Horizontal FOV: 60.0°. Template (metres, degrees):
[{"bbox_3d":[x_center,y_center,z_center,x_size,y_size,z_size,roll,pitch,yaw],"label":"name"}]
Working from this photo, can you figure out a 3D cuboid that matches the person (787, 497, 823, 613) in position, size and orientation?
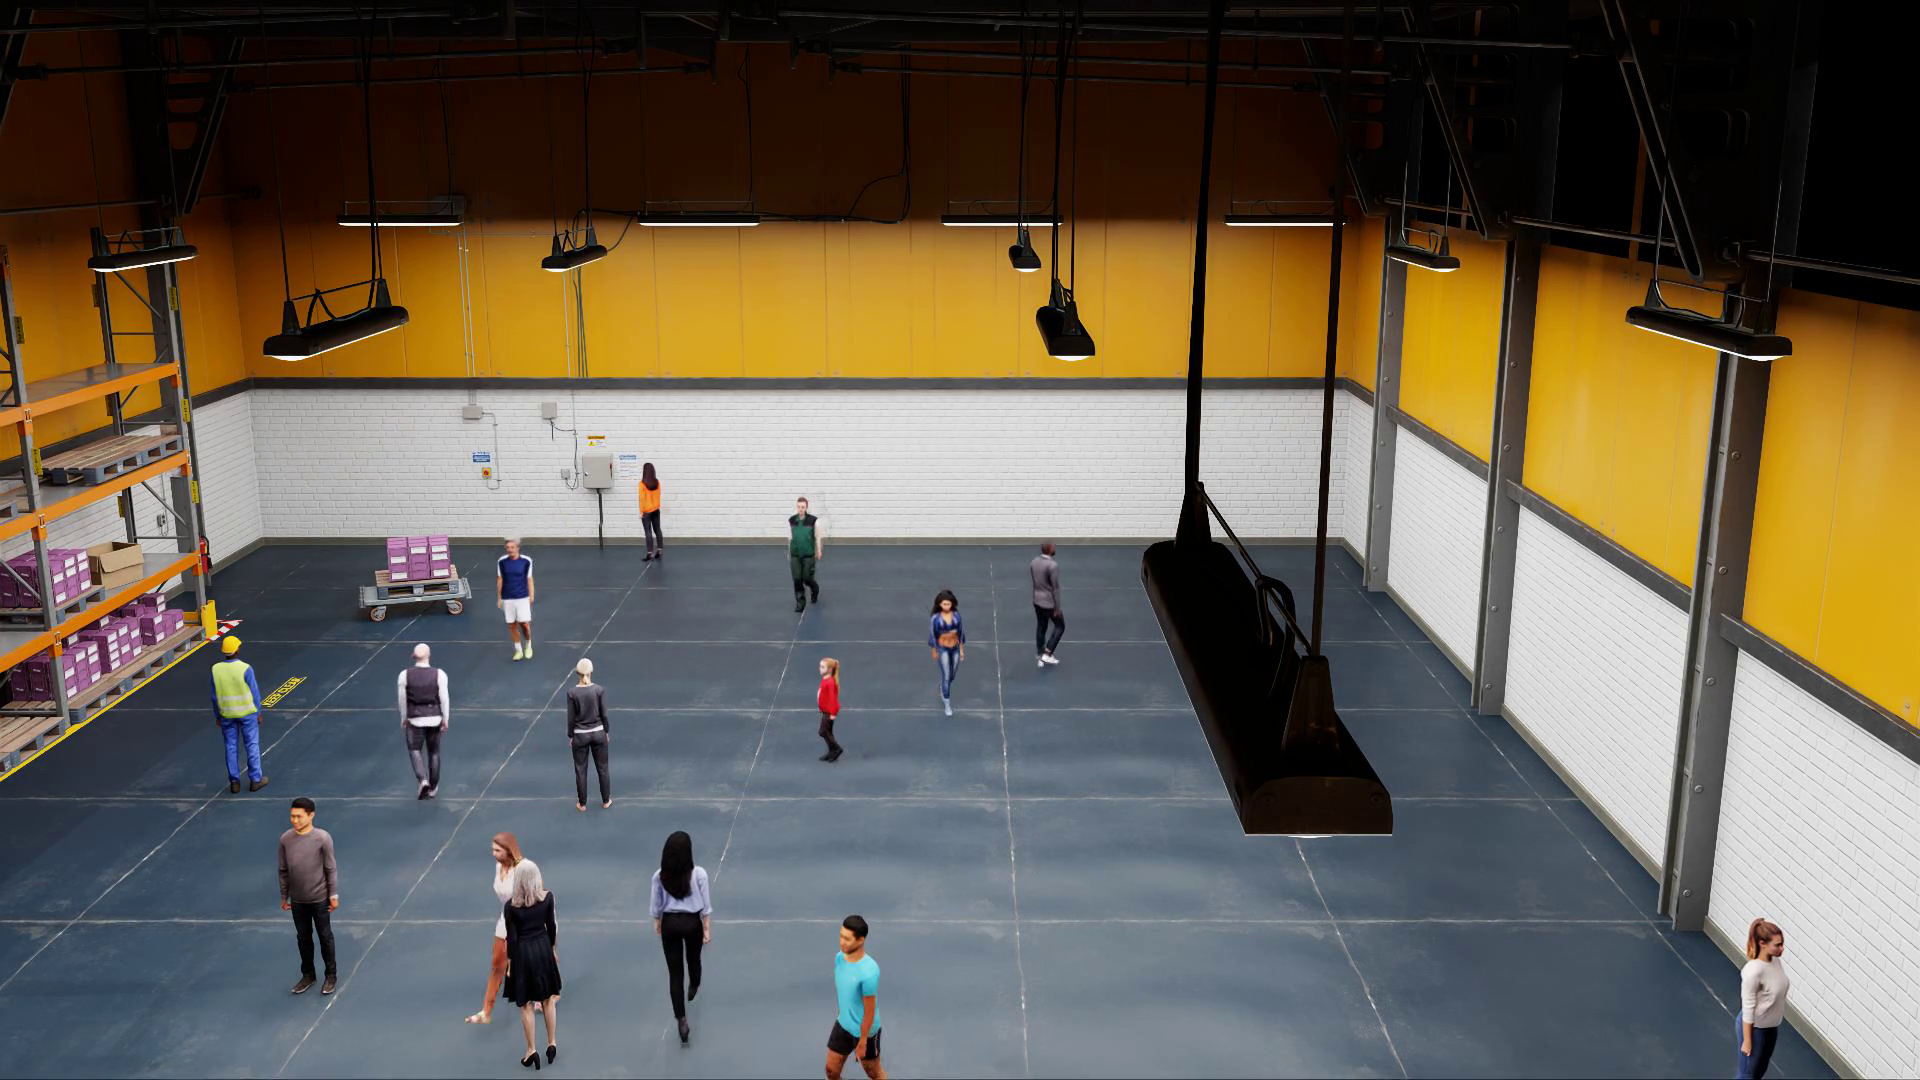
[{"bbox_3d":[-2.422,0.204,25.993,0.779,1.825,0.901,4,14,14],"label":"person"}]

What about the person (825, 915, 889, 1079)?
[{"bbox_3d":[-0.667,3.571,12.256,1.053,1.747,1.027,-11,18,-39],"label":"person"}]

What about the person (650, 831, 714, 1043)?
[{"bbox_3d":[-2.290,3.268,13.613,0.753,1.697,1.137,-1,14,-6],"label":"person"}]

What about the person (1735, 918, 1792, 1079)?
[{"bbox_3d":[5.850,3.597,12.208,0.689,1.719,0.726,-11,17,-38],"label":"person"}]

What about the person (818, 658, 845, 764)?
[{"bbox_3d":[-1.503,2.008,19.711,0.608,1.275,0.519,-4,14,-16],"label":"person"}]

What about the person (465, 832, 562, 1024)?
[{"bbox_3d":[-3.612,3.214,13.943,1.006,1.647,1.168,9,16,33],"label":"person"}]

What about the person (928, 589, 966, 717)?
[{"bbox_3d":[-0.163,1.425,21.442,0.799,1.595,1.075,-4,14,-17],"label":"person"}]

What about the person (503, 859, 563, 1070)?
[{"bbox_3d":[-3.396,3.346,13.186,0.705,1.746,0.745,-10,17,-36],"label":"person"}]

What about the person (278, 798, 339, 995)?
[{"bbox_3d":[-5.590,3.056,14.341,0.523,1.766,0.661,0,14,0],"label":"person"}]

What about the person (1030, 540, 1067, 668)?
[{"bbox_3d":[1.139,0.907,23.124,0.920,1.809,0.842,-11,18,-39],"label":"person"}]

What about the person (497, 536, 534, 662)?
[{"bbox_3d":[-6.267,0.804,23.524,0.627,1.821,0.577,0,14,-2],"label":"person"}]

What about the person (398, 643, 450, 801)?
[{"bbox_3d":[-5.929,2.058,18.392,0.875,1.799,1.053,-4,14,-18],"label":"person"}]

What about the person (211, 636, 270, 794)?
[{"bbox_3d":[-8.165,1.955,18.789,0.707,1.813,0.631,-2,14,-10],"label":"person"}]

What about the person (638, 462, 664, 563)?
[{"bbox_3d":[-5.404,-0.499,29.059,0.768,1.749,0.686,11,17,37],"label":"person"}]

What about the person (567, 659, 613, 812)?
[{"bbox_3d":[-4.076,2.124,18.273,0.655,1.727,0.617,-4,14,-16],"label":"person"}]
